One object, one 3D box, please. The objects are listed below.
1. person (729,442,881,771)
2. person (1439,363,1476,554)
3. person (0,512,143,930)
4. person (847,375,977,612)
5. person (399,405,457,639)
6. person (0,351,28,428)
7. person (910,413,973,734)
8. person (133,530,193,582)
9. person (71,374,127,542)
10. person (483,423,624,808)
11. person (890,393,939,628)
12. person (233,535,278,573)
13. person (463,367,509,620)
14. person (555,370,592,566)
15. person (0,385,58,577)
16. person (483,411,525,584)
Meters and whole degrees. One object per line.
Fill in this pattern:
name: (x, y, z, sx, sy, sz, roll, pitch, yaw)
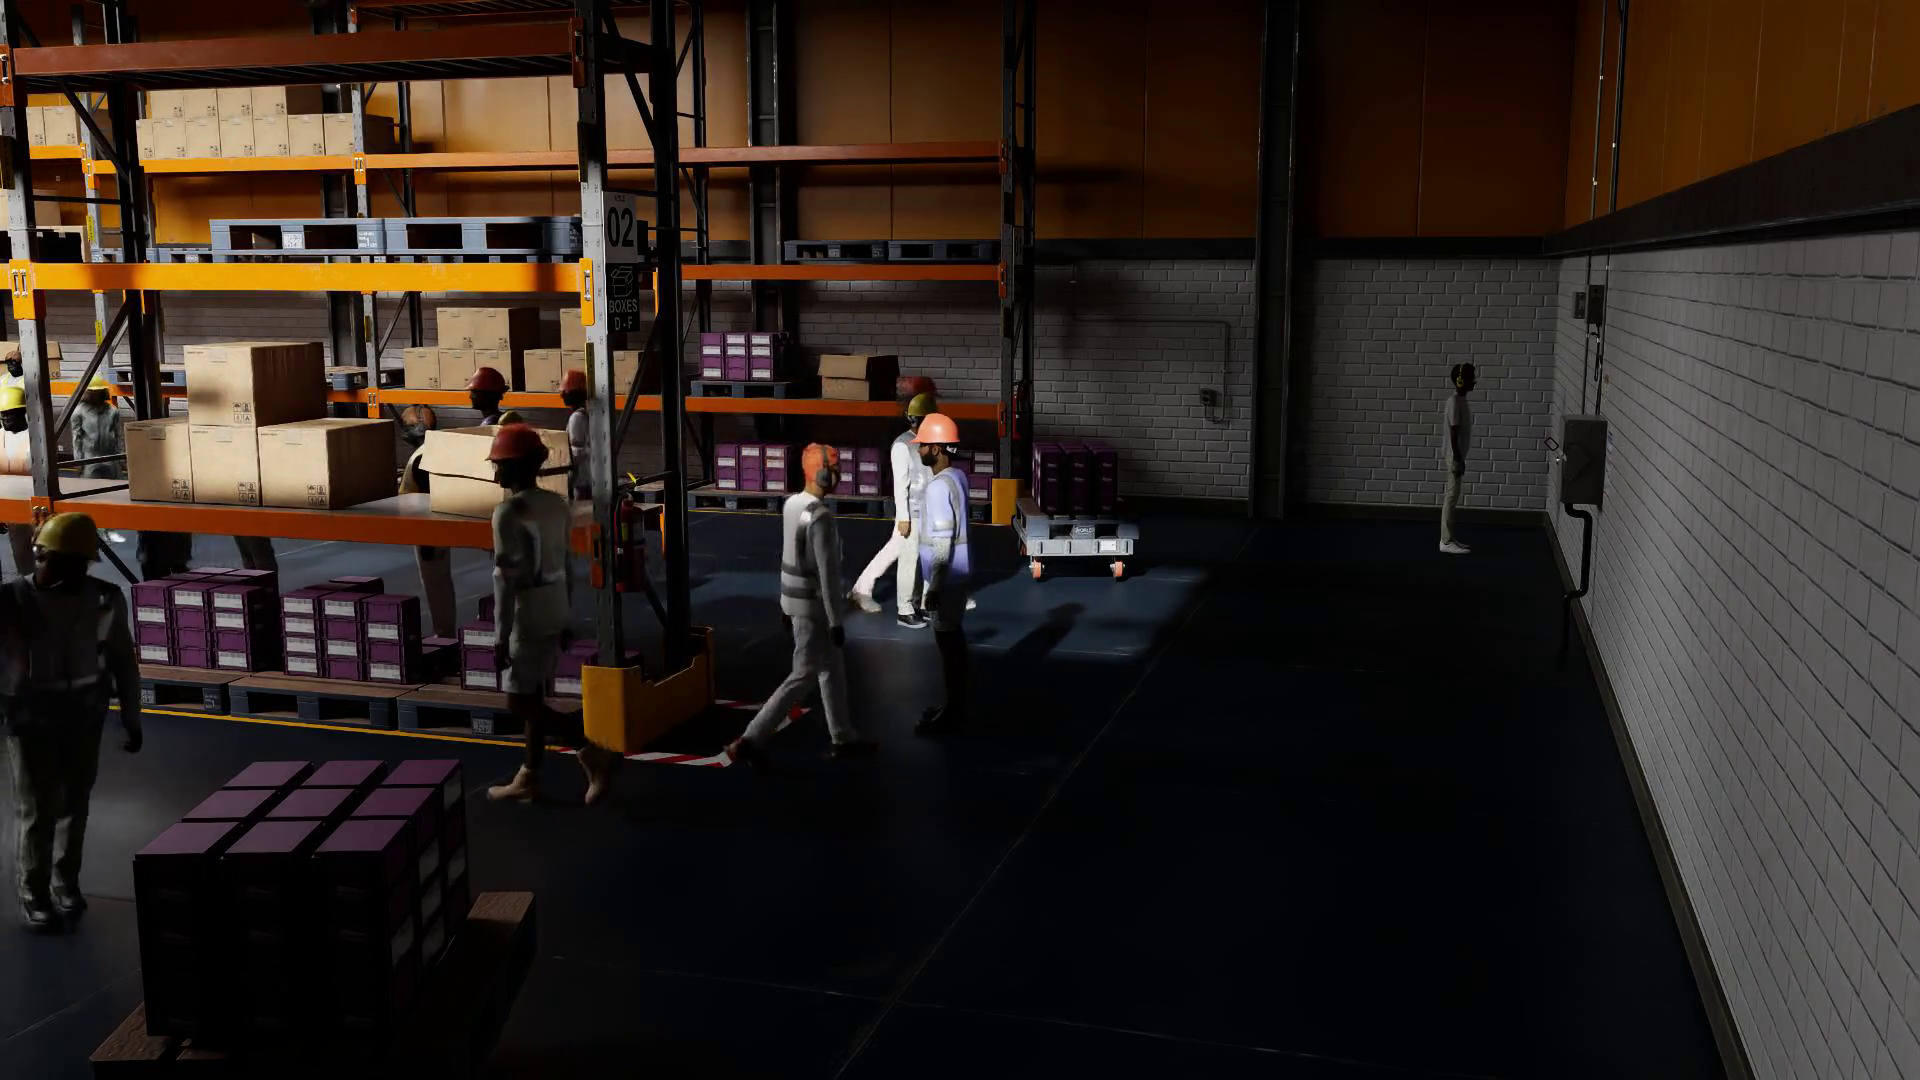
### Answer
person: (-0.887, 0.376, 9.282, 0.891, 1.854, 0.582, -4, 10, -21)
person: (4.925, -0.808, 16.419, 0.328, 1.873, 0.517, 3, 10, 18)
person: (-3.846, 0.759, 7.105, 0.577, 1.787, 0.611, 9, 13, 43)
person: (-0.421, -0.365, 13.513, 1.033, 1.952, 0.616, 0, 9, 1)
person: (-3.798, -0.044, 11.894, 0.430, 1.836, 0.629, -2, 10, -13)
person: (-11.077, -1.317, 19.654, 0.625, 1.837, 0.428, 3, 10, 16)
person: (-0.116, 0.204, 10.044, 0.376, 1.939, 0.547, 2, 10, 12)
person: (-6.019, -0.098, 12.723, 0.606, 1.658, 0.541, 6, 11, 31)
person: (-8.710, -0.815, 16.850, 0.319, 1.742, 0.492, 7, 11, 35)
person: (-2.110, 0.412, 8.515, 0.734, 2.025, 0.619, 2, 10, 14)
person: (-0.301, -0.236, 13.049, 0.403, 1.830, 0.601, 5, 11, 30)
person: (-5.645, -0.308, 13.164, 0.376, 1.940, 0.629, -9, 13, -43)
person: (-3.622, -0.312, 12.863, 0.371, 2.046, 0.613, -2, 9, -10)
person: (-3.306, -0.559, 14.808, 0.884, 1.915, 0.546, -1, 9, -9)
person: (-7.195, -0.238, 12.803, 0.588, 1.919, 0.395, 3, 10, 17)
person: (-3.251, -0.058, 12.166, 0.523, 1.769, 0.313, -2, 10, -12)
